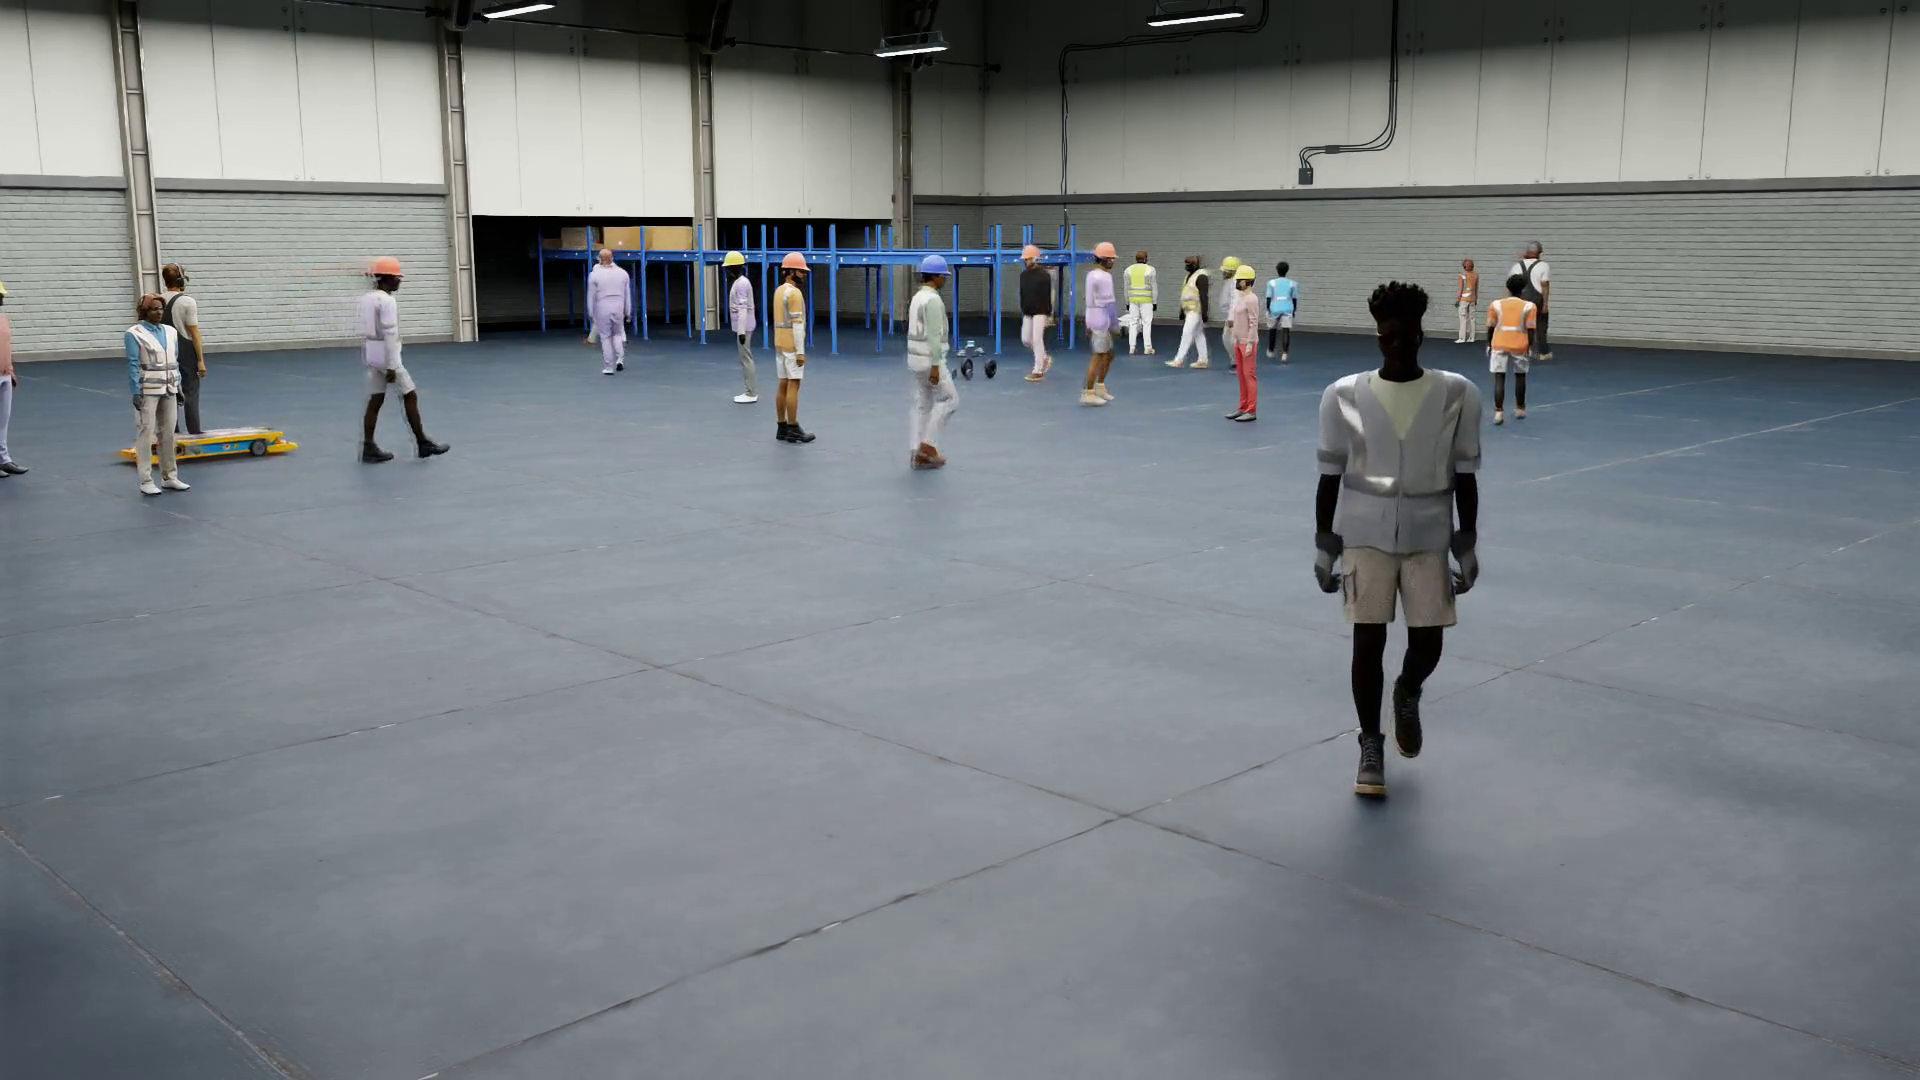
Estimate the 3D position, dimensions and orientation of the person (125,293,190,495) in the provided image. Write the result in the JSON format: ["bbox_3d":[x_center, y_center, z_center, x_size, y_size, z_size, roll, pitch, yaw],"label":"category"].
[{"bbox_3d":[-6.610,-1.205,13.690,0.312,1.639,0.520,4,11,20],"label":"person"}]

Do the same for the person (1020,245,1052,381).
[{"bbox_3d":[1.133,-3.333,24.392,0.600,1.973,0.639,-9,14,-41],"label":"person"}]

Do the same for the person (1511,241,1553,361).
[{"bbox_3d":[9.712,-4.021,28.069,0.839,2.000,0.706,-9,14,-41],"label":"person"}]

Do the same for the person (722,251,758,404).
[{"bbox_3d":[-2.803,-2.704,21.145,0.414,1.913,0.596,-1,10,-7],"label":"person"}]

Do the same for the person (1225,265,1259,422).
[{"bbox_3d":[3.254,-2.253,19.064,0.312,1.768,0.530,-2,11,-9],"label":"person"}]

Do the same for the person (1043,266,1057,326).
[{"bbox_3d":[2.039,-5.882,39.298,0.507,1.605,0.750,-4,11,-22],"label":"person"}]

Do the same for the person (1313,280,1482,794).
[{"bbox_3d":[1.661,-0.015,6.357,0.626,1.945,0.502,2,11,13],"label":"person"}]

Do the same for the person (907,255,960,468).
[{"bbox_3d":[-0.256,-1.616,15.125,0.452,1.929,0.650,-3,11,-18],"label":"person"}]

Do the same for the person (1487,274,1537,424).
[{"bbox_3d":[6.266,-2.175,18.917,0.552,1.665,0.779,4,11,23],"label":"person"}]

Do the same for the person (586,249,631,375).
[{"bbox_3d":[-5.375,-3.483,25.412,0.675,1.890,0.428,-6,12,-30],"label":"person"}]

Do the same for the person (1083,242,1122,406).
[{"bbox_3d":[1.802,-2.685,20.737,0.641,2.022,0.627,-2,11,-10],"label":"person"}]

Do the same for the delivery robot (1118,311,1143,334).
[{"bbox_3d":[3.517,-4.504,34.502,0.477,0.478,0.707,-4,11,-18],"label":"delivery robot"}]

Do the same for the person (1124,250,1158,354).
[{"bbox_3d":[3.250,-4.260,29.801,0.627,1.845,0.429,5,12,26],"label":"person"}]

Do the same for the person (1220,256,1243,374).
[{"bbox_3d":[4.203,-3.444,25.487,0.540,1.788,0.612,0,10,-1],"label":"person"}]

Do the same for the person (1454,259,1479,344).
[{"bbox_3d":[9.952,-4.683,32.660,0.522,1.638,0.310,-5,11,-25],"label":"person"}]

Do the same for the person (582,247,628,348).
[{"bbox_3d":[-6.697,-4.573,31.406,1.041,1.882,0.652,7,12,33],"label":"person"}]

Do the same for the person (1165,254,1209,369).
[{"bbox_3d":[3.602,-3.618,26.404,0.886,1.798,0.663,-2,11,-11],"label":"person"}]

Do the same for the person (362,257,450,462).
[{"bbox_3d":[-5.284,-1.701,15.669,0.899,1.897,0.563,-9,14,-40],"label":"person"}]

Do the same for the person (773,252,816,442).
[{"bbox_3d":[-1.727,-1.995,17.195,0.376,1.934,0.547,-5,12,-27],"label":"person"}]

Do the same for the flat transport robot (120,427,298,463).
[{"bbox_3d":[-7.223,-0.926,16.025,0.652,0.197,1.431,9,14,40],"label":"flat transport robot"}]

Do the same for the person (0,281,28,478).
[{"bbox_3d":[-8.480,-1.443,14.649,0.327,1.767,0.533,0,10,0],"label":"person"}]

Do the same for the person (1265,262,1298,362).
[{"bbox_3d":[5.423,-3.859,28.120,0.552,1.648,0.868,1,10,3],"label":"person"}]

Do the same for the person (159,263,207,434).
[{"bbox_3d":[-7.498,-1.734,16.016,0.512,1.845,0.340,3,11,14],"label":"person"}]

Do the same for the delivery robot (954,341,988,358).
[{"bbox_3d":[0.167,-2.859,24.825,0.335,0.223,0.698,6,12,30],"label":"delivery robot"}]
